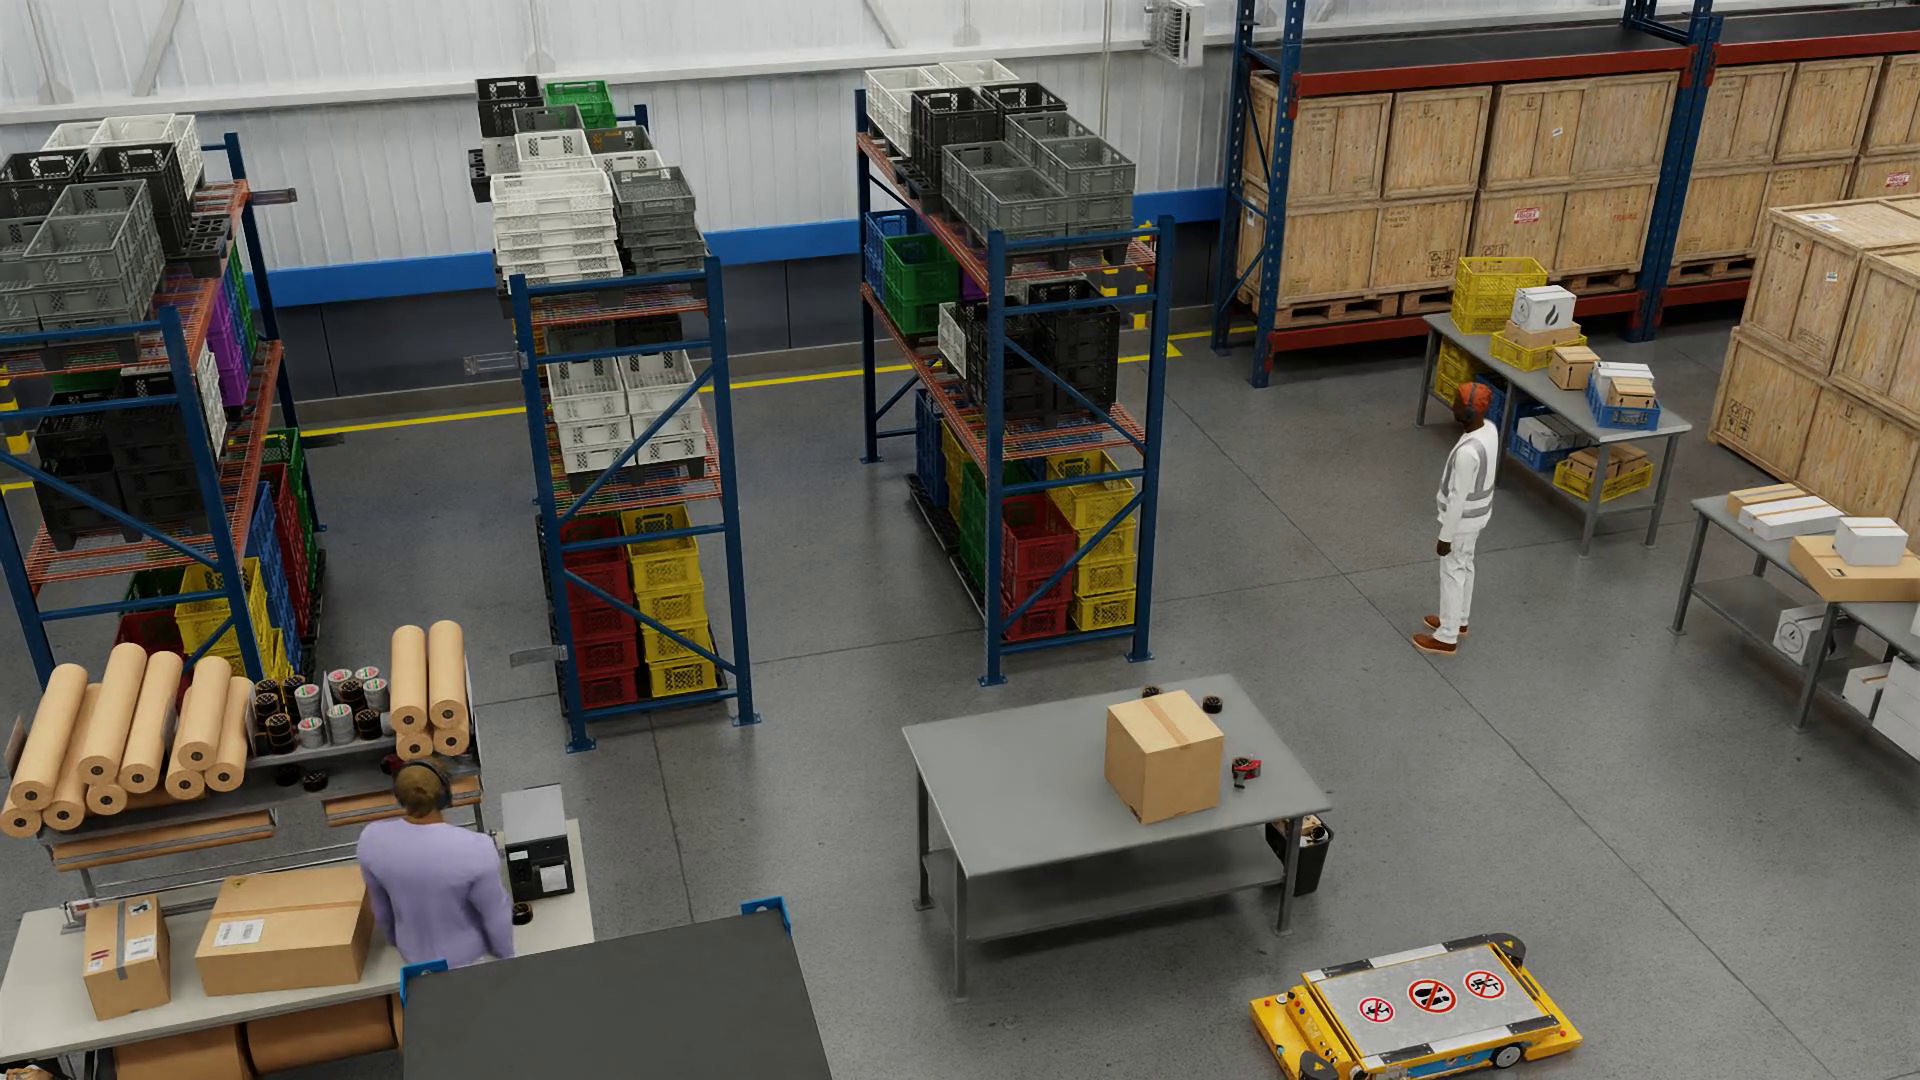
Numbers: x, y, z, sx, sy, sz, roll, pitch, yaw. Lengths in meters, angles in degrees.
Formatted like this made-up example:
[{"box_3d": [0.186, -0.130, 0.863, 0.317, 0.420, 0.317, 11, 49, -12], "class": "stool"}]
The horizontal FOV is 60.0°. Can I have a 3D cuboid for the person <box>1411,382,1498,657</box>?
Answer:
[{"box_3d": [3.236, -0.139, 10.732, 0.342, 1.878, 0.579, 16, 32, 26], "class": "person"}]

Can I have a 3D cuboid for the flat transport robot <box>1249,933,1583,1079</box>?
[{"box_3d": [2.184, 2.282, 7.980, 1.431, 0.197, 0.652, -8, 30, -14], "class": "flat transport robot"}]

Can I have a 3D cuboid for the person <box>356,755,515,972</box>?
[{"box_3d": [-2.215, 1.765, 7.216, 0.629, 1.932, 0.369, 5, 29, 9], "class": "person"}]
